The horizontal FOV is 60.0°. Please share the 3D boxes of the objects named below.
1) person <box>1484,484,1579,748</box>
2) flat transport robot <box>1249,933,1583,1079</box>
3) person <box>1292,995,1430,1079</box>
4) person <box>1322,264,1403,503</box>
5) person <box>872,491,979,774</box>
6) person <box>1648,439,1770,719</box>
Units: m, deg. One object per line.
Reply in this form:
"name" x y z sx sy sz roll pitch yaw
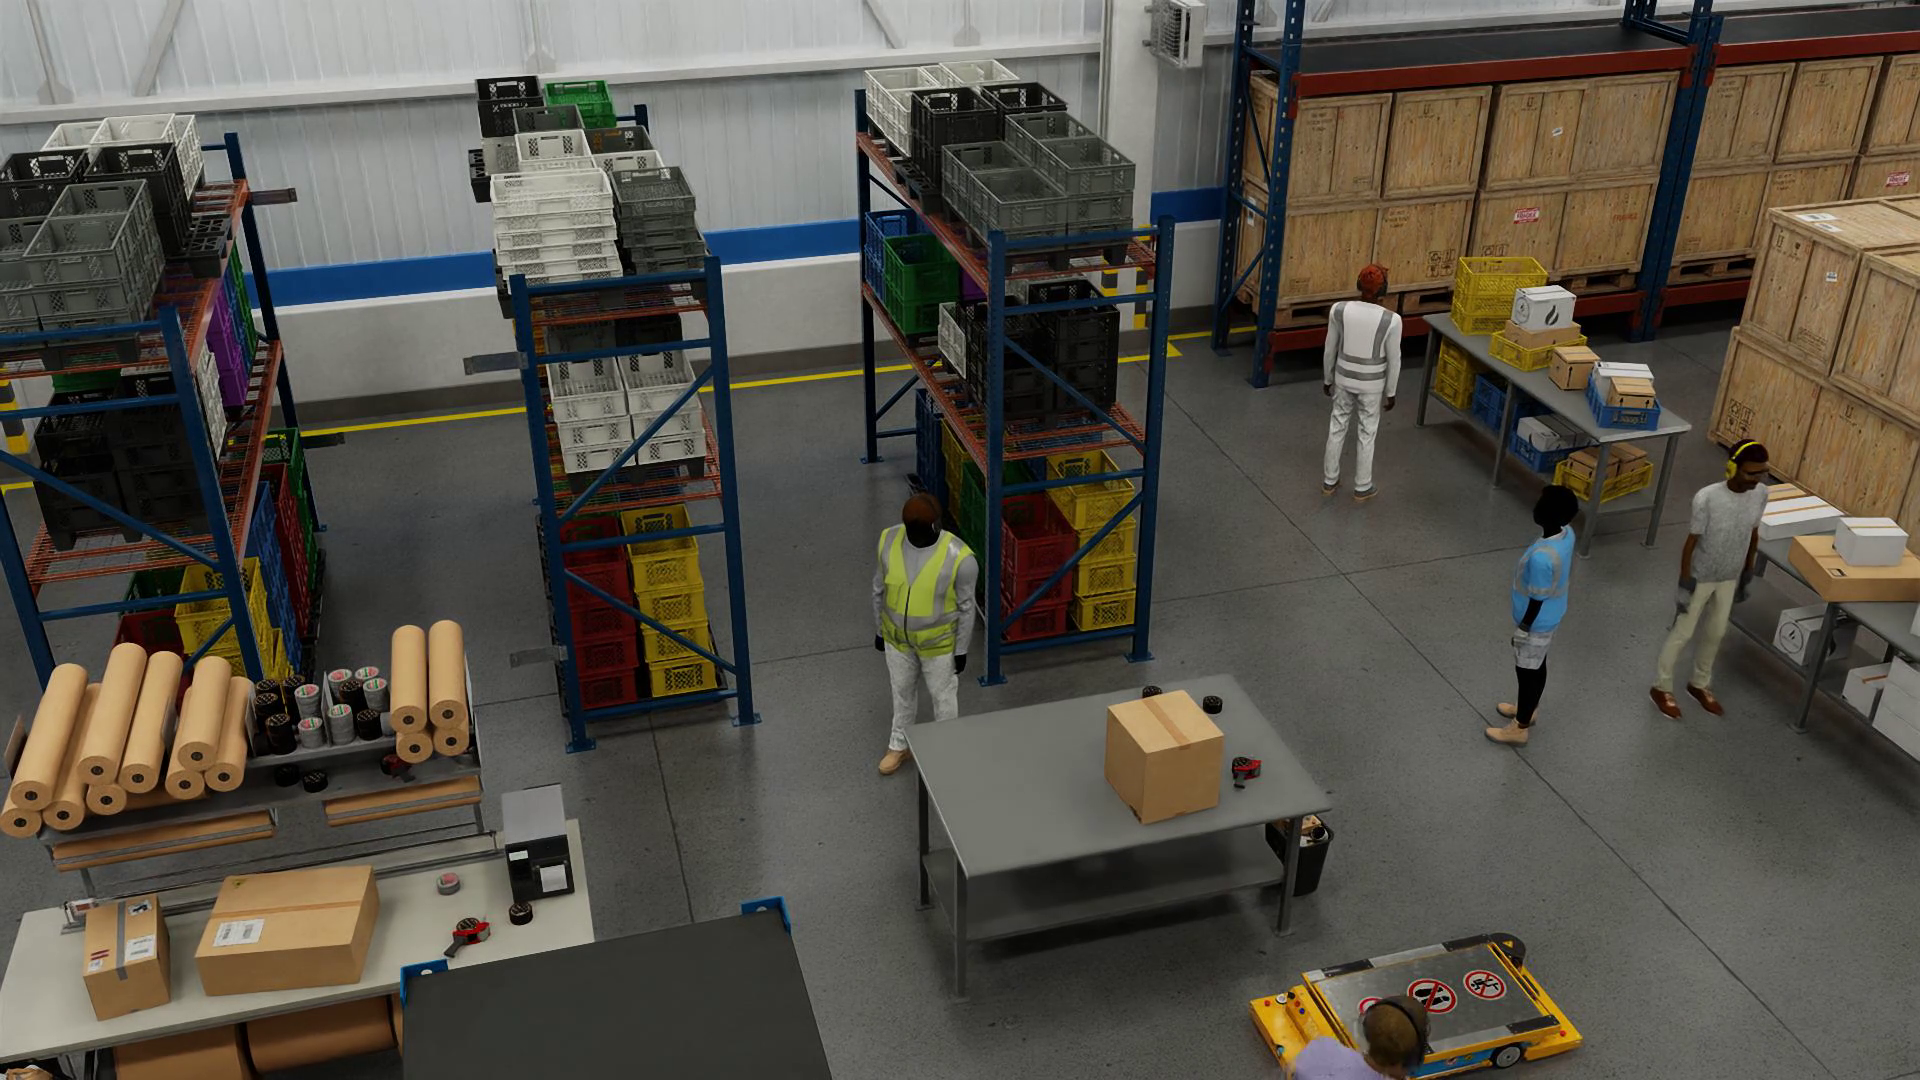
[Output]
"person" 3.411 0.439 9.861 0.317 1.700 0.539 16 33 27
"flat transport robot" 2.184 2.282 7.980 1.431 0.197 0.652 -8 30 -14
"person" 1.368 2.447 5.989 0.608 1.923 0.642 -23 36 -35
"person" 3.039 -1.189 12.633 0.584 1.882 0.347 16 33 27
"person" -0.220 0.559 9.497 0.627 1.844 0.429 11 31 20
"person" 4.566 0.234 10.071 0.518 1.861 0.319 -6 29 -11
